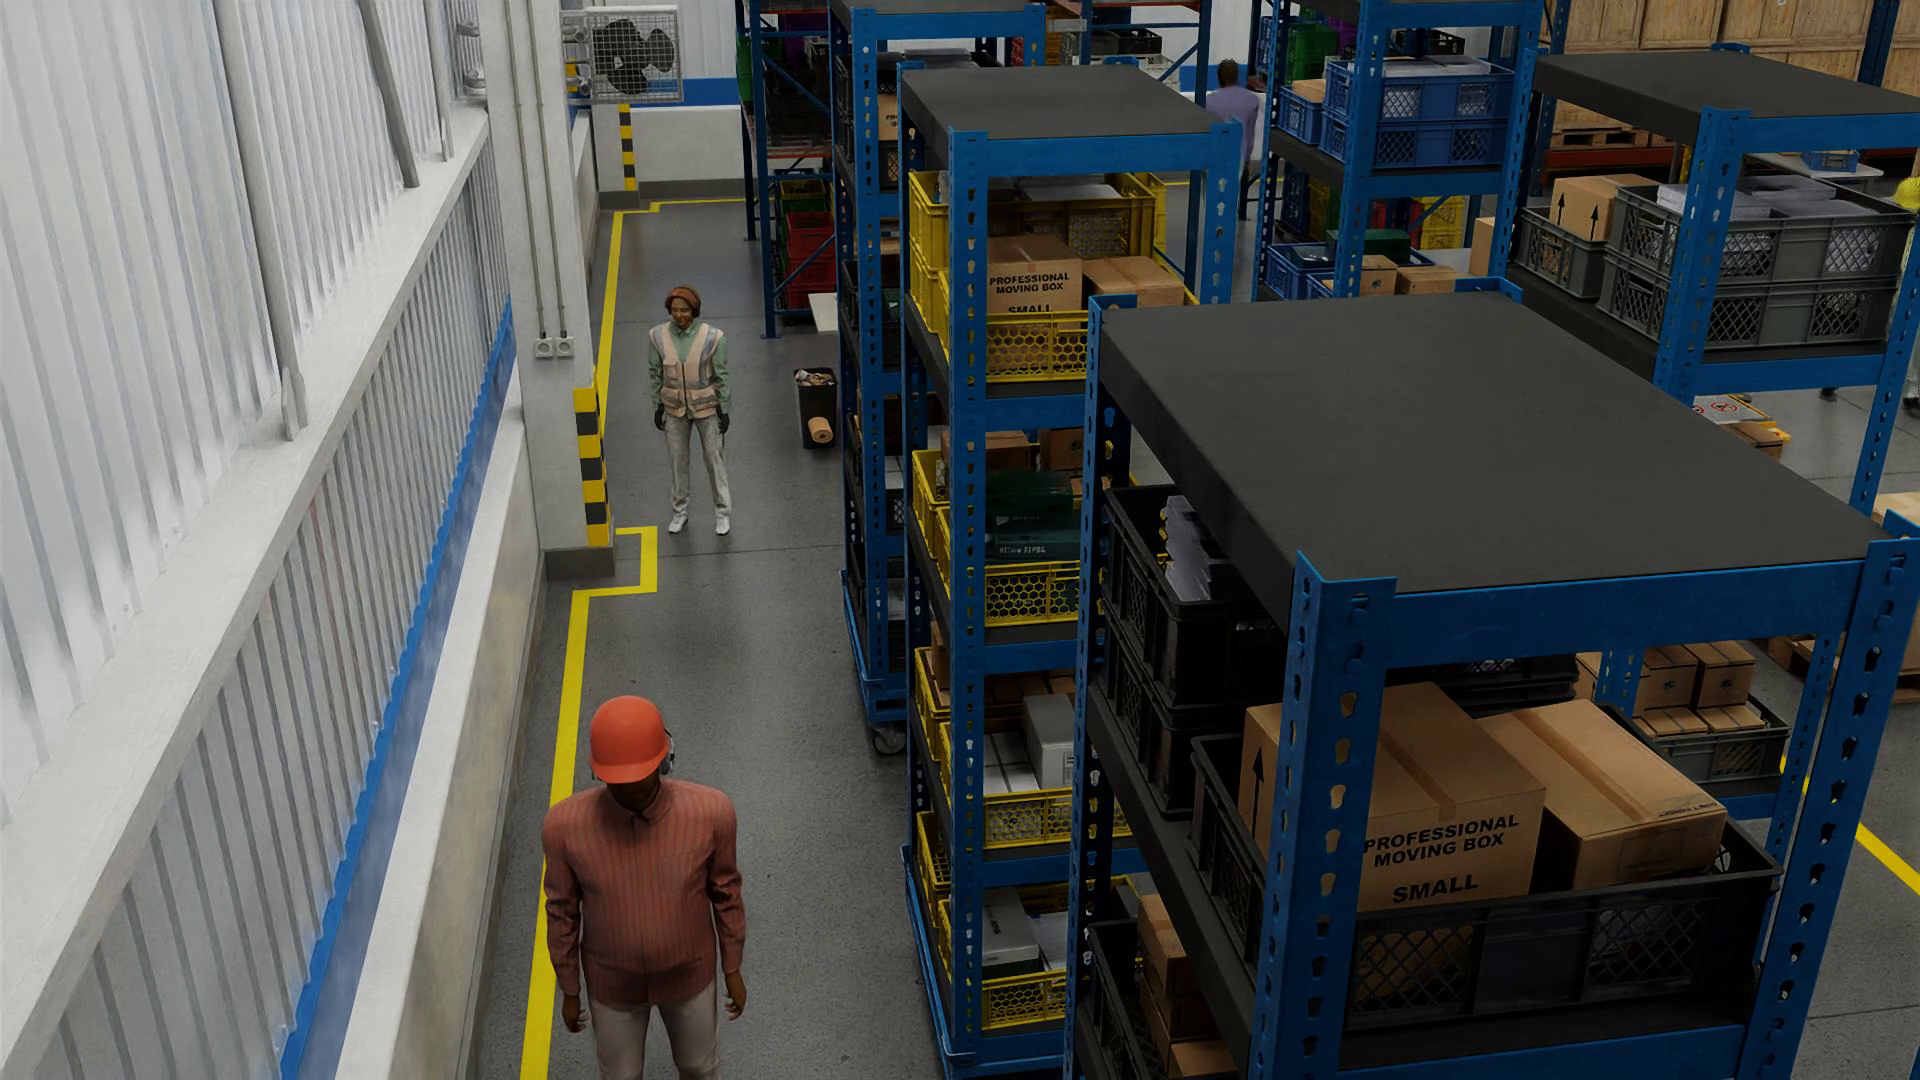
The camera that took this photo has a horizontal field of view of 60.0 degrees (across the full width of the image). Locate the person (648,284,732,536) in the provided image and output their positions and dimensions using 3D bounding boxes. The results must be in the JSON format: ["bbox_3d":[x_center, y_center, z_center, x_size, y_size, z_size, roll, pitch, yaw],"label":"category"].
[{"bbox_3d":[-1.674,-0.807,10.406,0.513,1.630,0.318,3,25,6],"label":"person"}]

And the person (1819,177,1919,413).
[{"bbox_3d":[6.983,-1.846,12.481,0.715,1.798,0.478,10,27,21],"label":"person"}]

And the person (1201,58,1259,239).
[{"bbox_3d":[2.655,-3.831,16.641,0.621,1.927,0.453,-4,25,-9],"label":"person"}]

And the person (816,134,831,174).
[{"bbox_3d":[-1.396,-4.793,18.779,0.479,1.874,0.698,-20,31,-36],"label":"person"}]

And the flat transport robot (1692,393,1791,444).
[{"bbox_3d":[5.224,-0.859,12.132,1.431,0.197,0.652,-4,25,-8],"label":"flat transport robot"}]

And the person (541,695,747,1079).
[{"bbox_3d":[-0.975,1.364,5.254,0.615,1.994,0.381,-6,25,-12],"label":"person"}]
